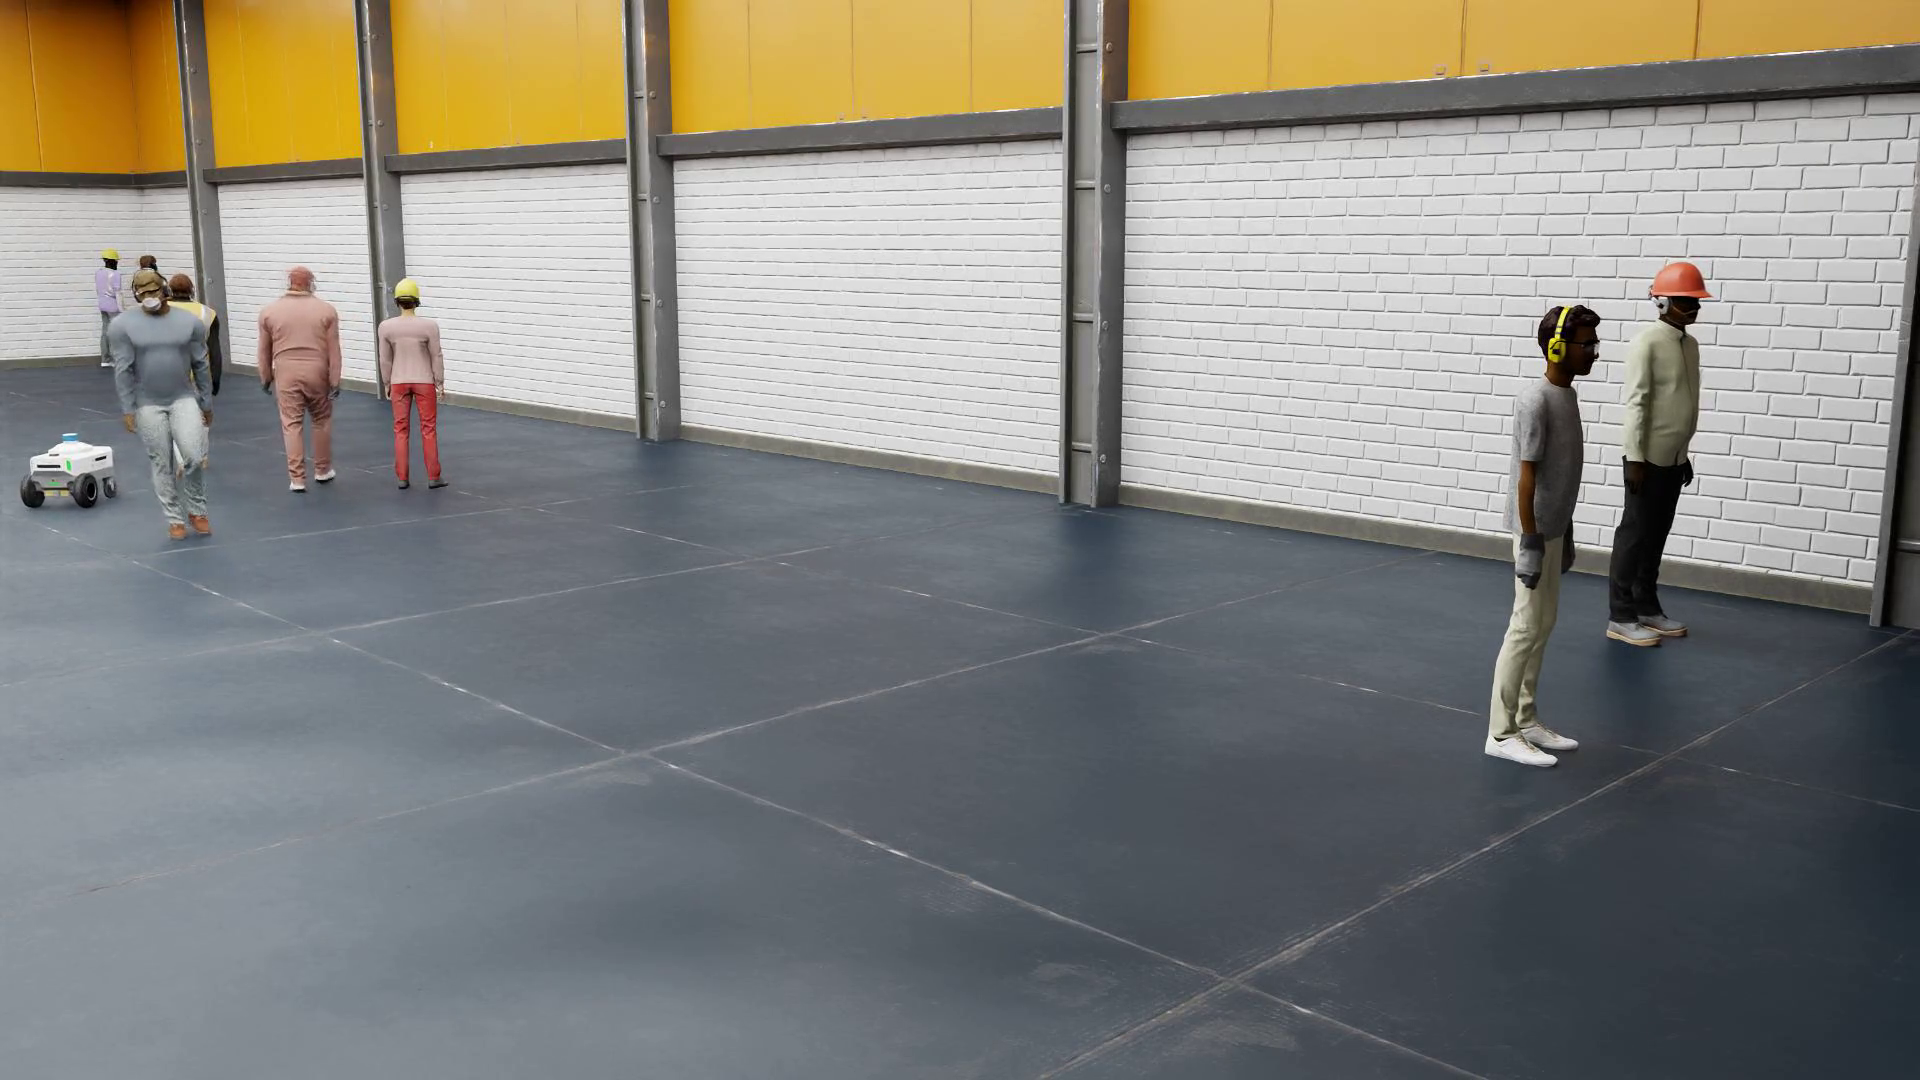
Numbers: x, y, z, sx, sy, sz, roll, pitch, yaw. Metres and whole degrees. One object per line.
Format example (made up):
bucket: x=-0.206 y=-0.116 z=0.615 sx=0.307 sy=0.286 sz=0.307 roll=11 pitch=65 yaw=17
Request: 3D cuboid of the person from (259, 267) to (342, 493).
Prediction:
person: x=-5.556 y=-1.364 z=14.068 sx=0.659 sy=1.857 sz=0.903 roll=-3 pitch=11 yaw=-18

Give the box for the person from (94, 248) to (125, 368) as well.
person: x=-13.708 y=-3.745 z=26.908 sx=0.580 sy=1.918 sz=0.399 roll=6 pitch=12 yaw=28

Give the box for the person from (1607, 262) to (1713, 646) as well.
person: x=3.685 y=-0.451 z=8.729 sx=0.614 sy=1.993 sz=0.395 roll=-9 pitch=14 yaw=-40

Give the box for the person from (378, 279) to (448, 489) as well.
person: x=-4.601 y=-1.305 z=14.003 sx=0.525 sy=1.772 sz=0.306 roll=-1 pitch=10 yaw=-3

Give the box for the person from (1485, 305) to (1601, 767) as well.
person: x=2.370 y=-0.015 z=6.731 sx=0.323 sy=1.862 sz=0.511 roll=7 pitch=13 yaw=34

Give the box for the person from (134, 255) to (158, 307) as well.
person: x=-12.634 y=-3.517 z=25.931 sx=0.480 sy=1.852 sz=0.640 roll=-8 pitch=13 yaw=-38

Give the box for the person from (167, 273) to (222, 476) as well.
person: x=-6.957 y=-1.483 z=14.916 sx=0.633 sy=1.802 sz=0.957 roll=-6 pitch=12 yaw=-30

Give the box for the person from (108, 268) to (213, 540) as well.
person: x=-5.527 y=-0.928 z=11.577 sx=0.641 sy=1.908 sz=0.526 roll=-7 pitch=12 yaw=-32

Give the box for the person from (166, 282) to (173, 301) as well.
person: x=-8.514 y=-1.966 z=17.996 sx=0.277 sy=1.629 sz=0.501 roll=10 pitch=14 yaw=43

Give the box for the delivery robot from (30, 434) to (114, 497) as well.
delivery robot: x=-7.063 y=-0.604 z=13.236 sx=0.477 sy=0.478 sz=0.707 roll=0 pitch=10 yaw=0
